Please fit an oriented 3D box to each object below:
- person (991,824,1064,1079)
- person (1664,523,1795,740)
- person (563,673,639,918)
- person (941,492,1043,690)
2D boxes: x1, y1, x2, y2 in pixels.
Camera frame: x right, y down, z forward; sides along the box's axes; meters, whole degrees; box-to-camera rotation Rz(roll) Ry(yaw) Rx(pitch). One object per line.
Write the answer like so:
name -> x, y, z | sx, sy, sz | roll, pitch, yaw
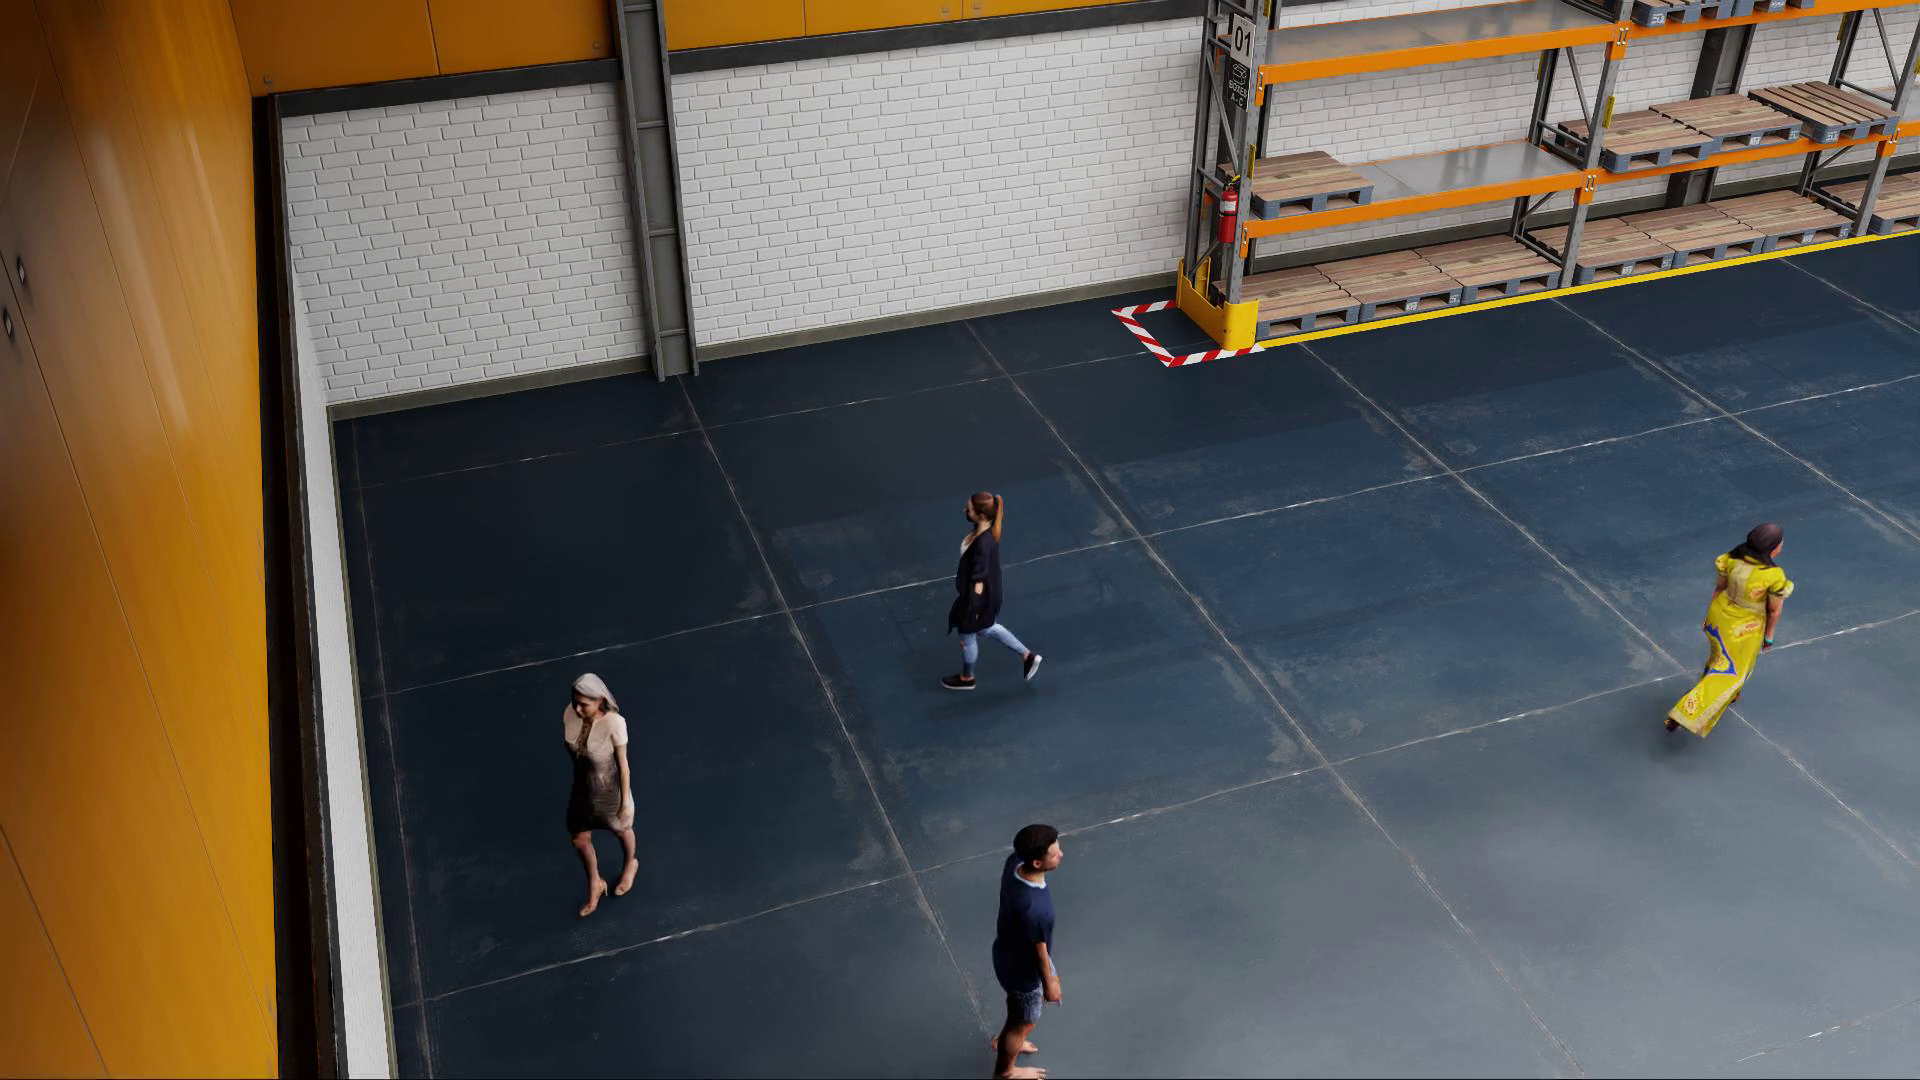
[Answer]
person -> 0.253, 2.193, 8.695 | 0.698, 1.836, 0.694 | -2, 34, -3
person -> 5.180, 0.650, 11.215 | 1.192, 1.616, 0.809 | -15, 36, -21
person -> -2.077, 1.444, 9.929 | 0.782, 1.716, 0.842 | 14, 36, 21
person -> 0.224, 0.399, 11.558 | 1.058, 1.654, 0.890 | 4, 34, 6
